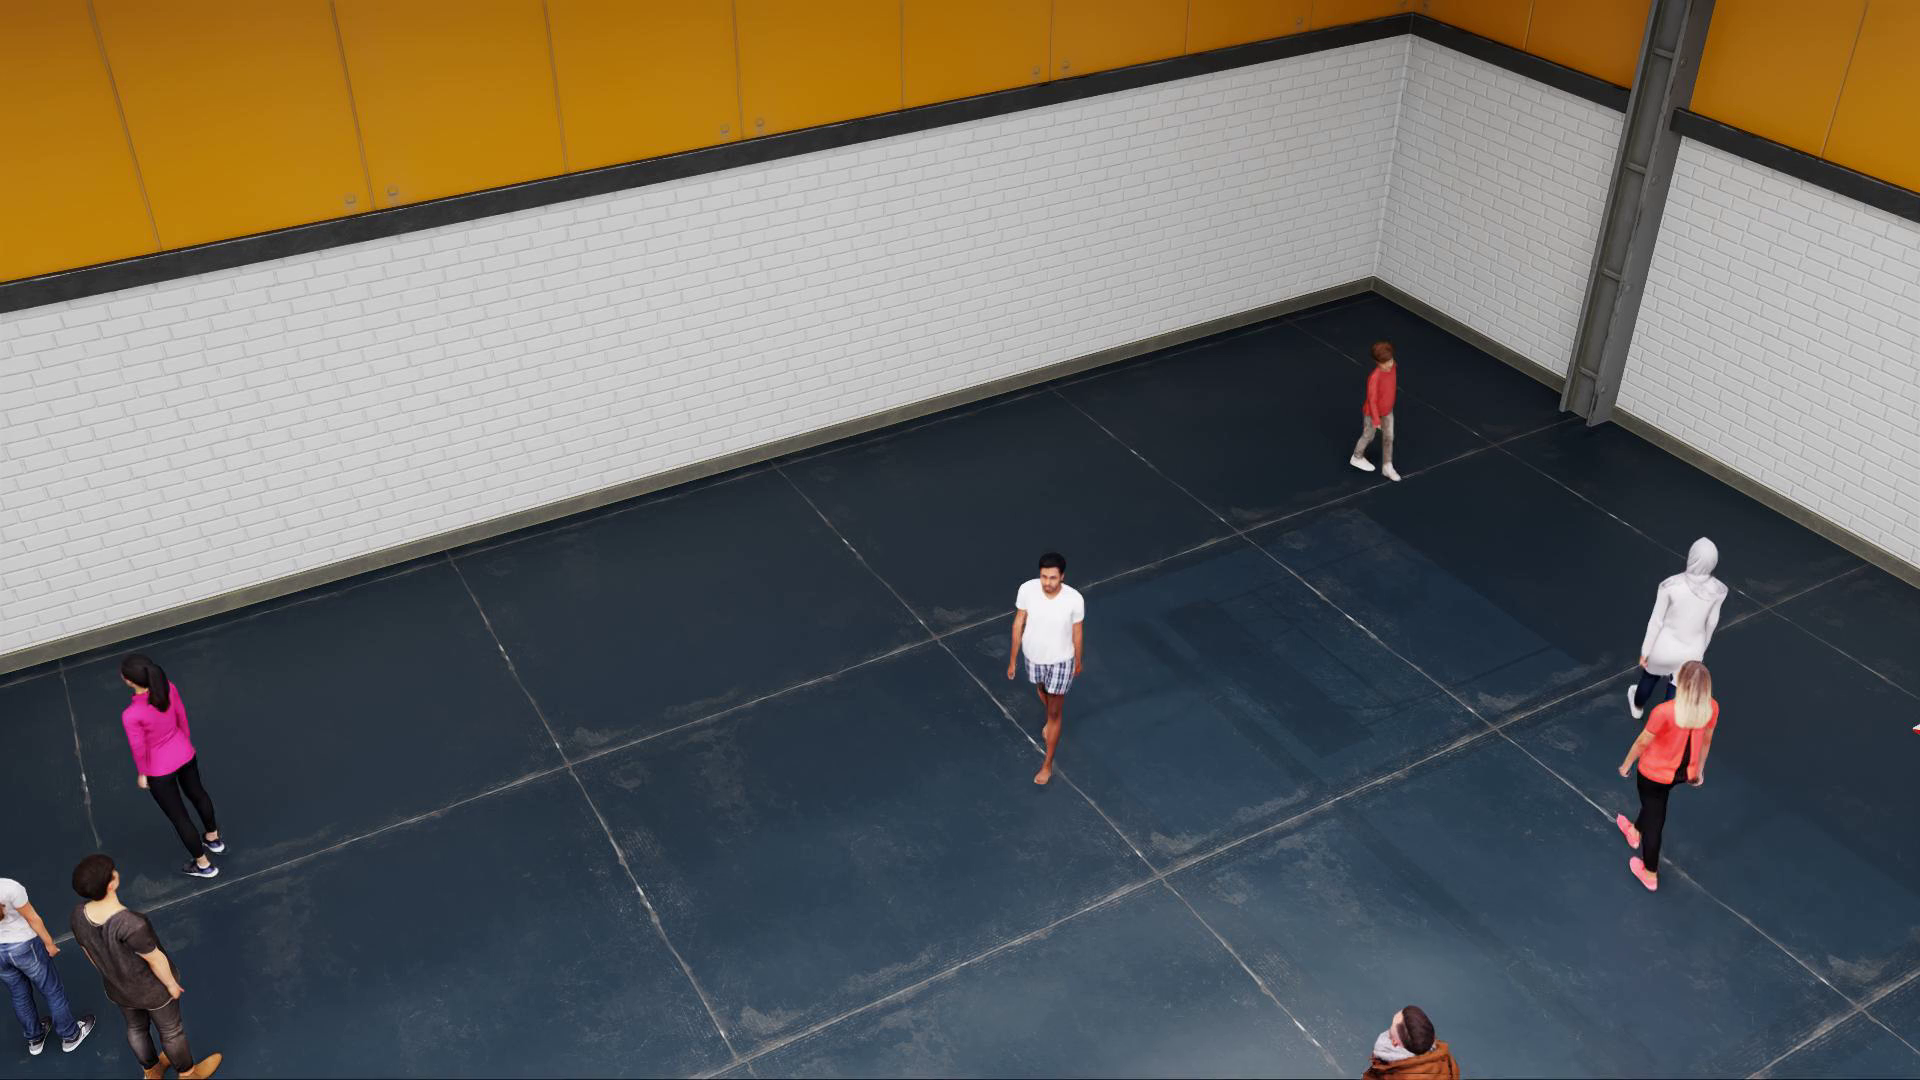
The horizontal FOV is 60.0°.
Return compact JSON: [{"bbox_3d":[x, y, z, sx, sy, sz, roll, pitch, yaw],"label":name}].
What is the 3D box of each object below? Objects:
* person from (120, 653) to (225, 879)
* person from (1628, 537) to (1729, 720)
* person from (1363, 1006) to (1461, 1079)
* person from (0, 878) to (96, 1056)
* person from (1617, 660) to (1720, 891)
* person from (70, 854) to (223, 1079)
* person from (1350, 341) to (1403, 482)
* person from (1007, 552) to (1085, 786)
[{"bbox_3d":[-5.011,1.416,10.560,0.776,1.700,0.720,13,36,18],"label":"person"},{"bbox_3d":[4.915,0.839,11.403,1.089,1.729,1.176,7,34,10],"label":"person"},{"bbox_3d":[2.151,2.982,8.086,0.742,1.832,0.759,-13,36,-19],"label":"person"},{"bbox_3d":[-5.330,2.283,9.381,0.616,1.562,0.638,-1,34,-2],"label":"person"},{"bbox_3d":[4.481,1.518,10.430,0.766,1.675,0.929,-7,34,-11],"label":"person"},{"bbox_3d":[-4.507,2.380,9.092,0.705,1.719,0.761,8,34,12],"label":"person"},{"bbox_3d":[3.685,-1.191,14.775,0.795,1.377,0.630,27,42,34],"label":"person"},{"bbox_3d":[0.638,0.753,11.557,1.101,1.700,1.088,13,36,19],"label":"person"}]
